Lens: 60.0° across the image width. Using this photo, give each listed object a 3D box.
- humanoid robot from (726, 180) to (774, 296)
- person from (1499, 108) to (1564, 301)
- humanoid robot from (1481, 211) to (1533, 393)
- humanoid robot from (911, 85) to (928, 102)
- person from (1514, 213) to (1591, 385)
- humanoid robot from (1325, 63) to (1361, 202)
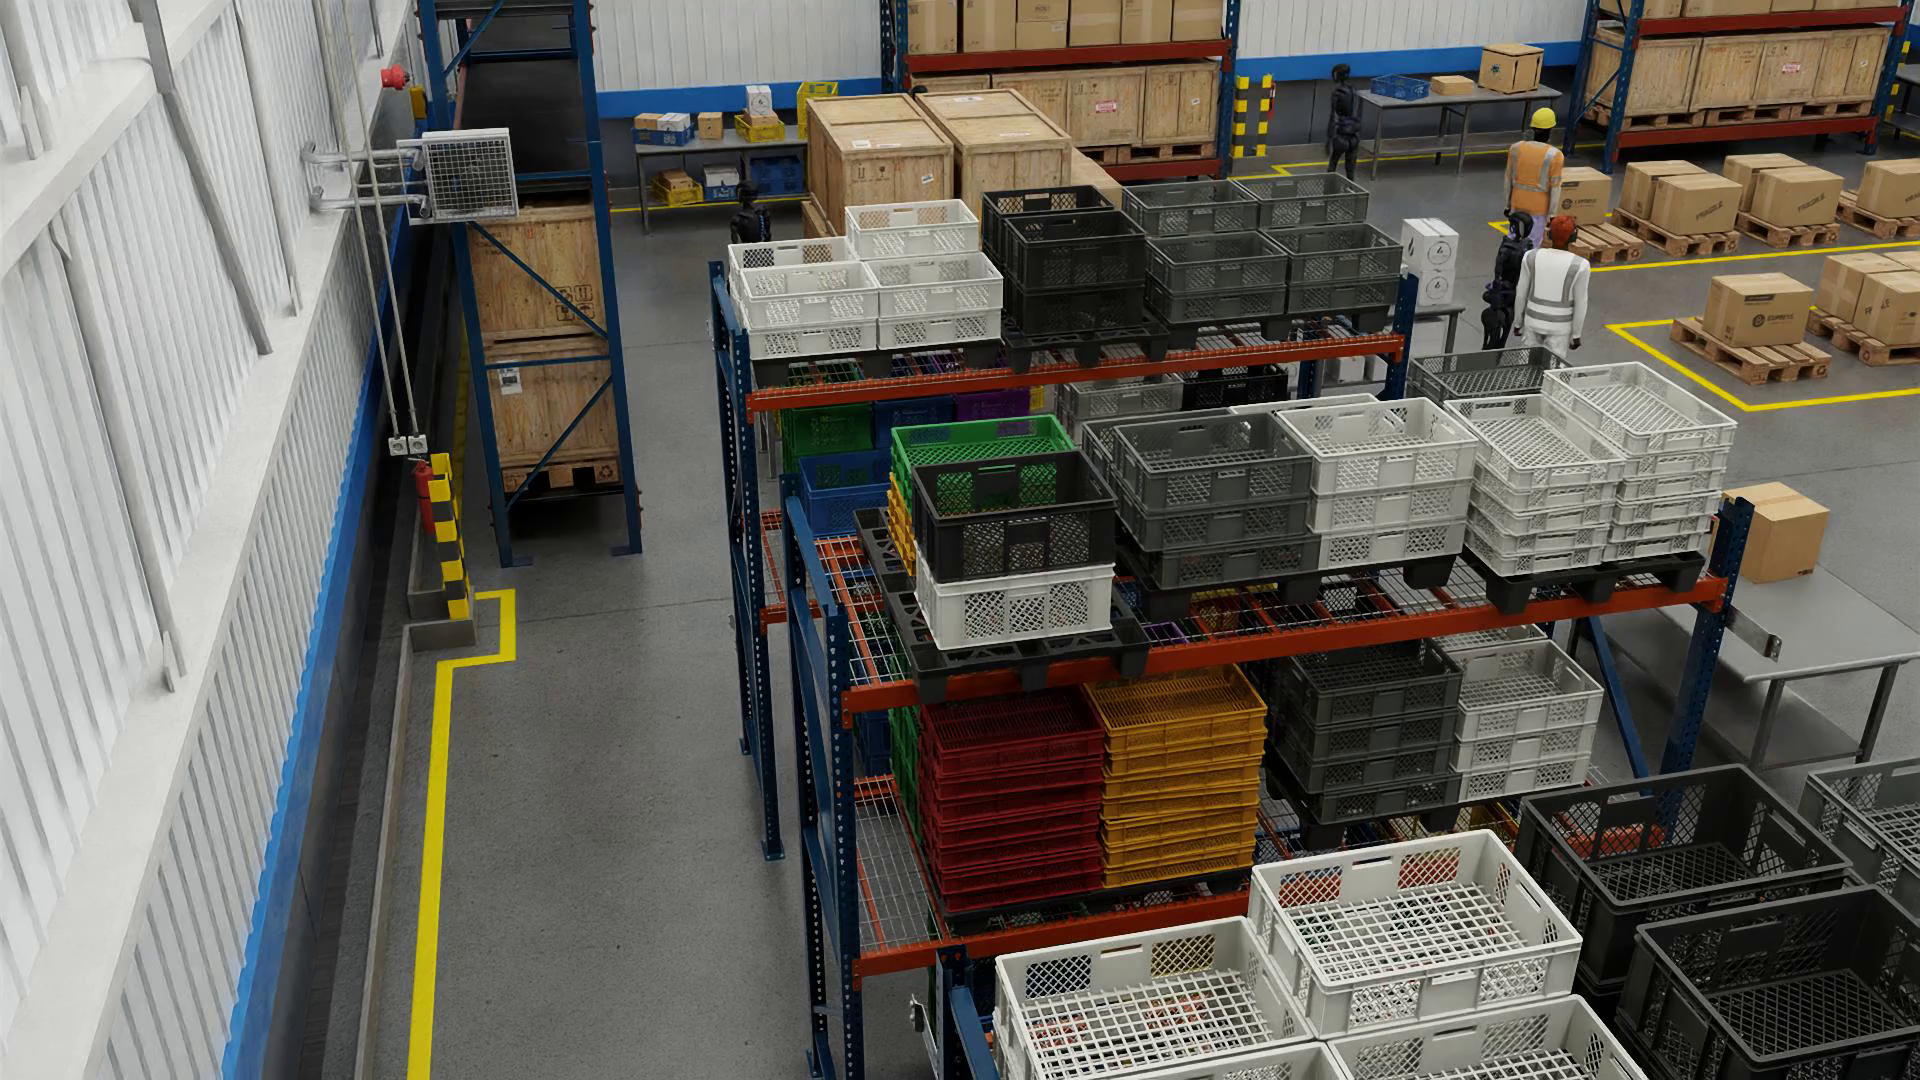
[{"bbox_3d":[-1.898,-2.470,15.204,0.321,1.661,0.598,16,32,27],"label":"humanoid robot"},{"bbox_3d":[5.695,-3.341,16.607,0.586,1.927,0.359,24,36,37],"label":"person"},{"bbox_3d":[4.718,-2.032,14.375,0.603,1.657,0.318,-24,36,-38],"label":"humanoid robot"},{"bbox_3d":[-0.434,-4.250,18.589,0.331,1.653,0.600,20,34,32],"label":"humanoid robot"},{"bbox_3d":[4.820,-1.750,13.634,0.571,1.884,0.357,19,33,32],"label":"person"},{"bbox_3d":[4.508,-4.812,19.668,0.443,1.630,0.696,23,35,37],"label":"humanoid robot"}]
